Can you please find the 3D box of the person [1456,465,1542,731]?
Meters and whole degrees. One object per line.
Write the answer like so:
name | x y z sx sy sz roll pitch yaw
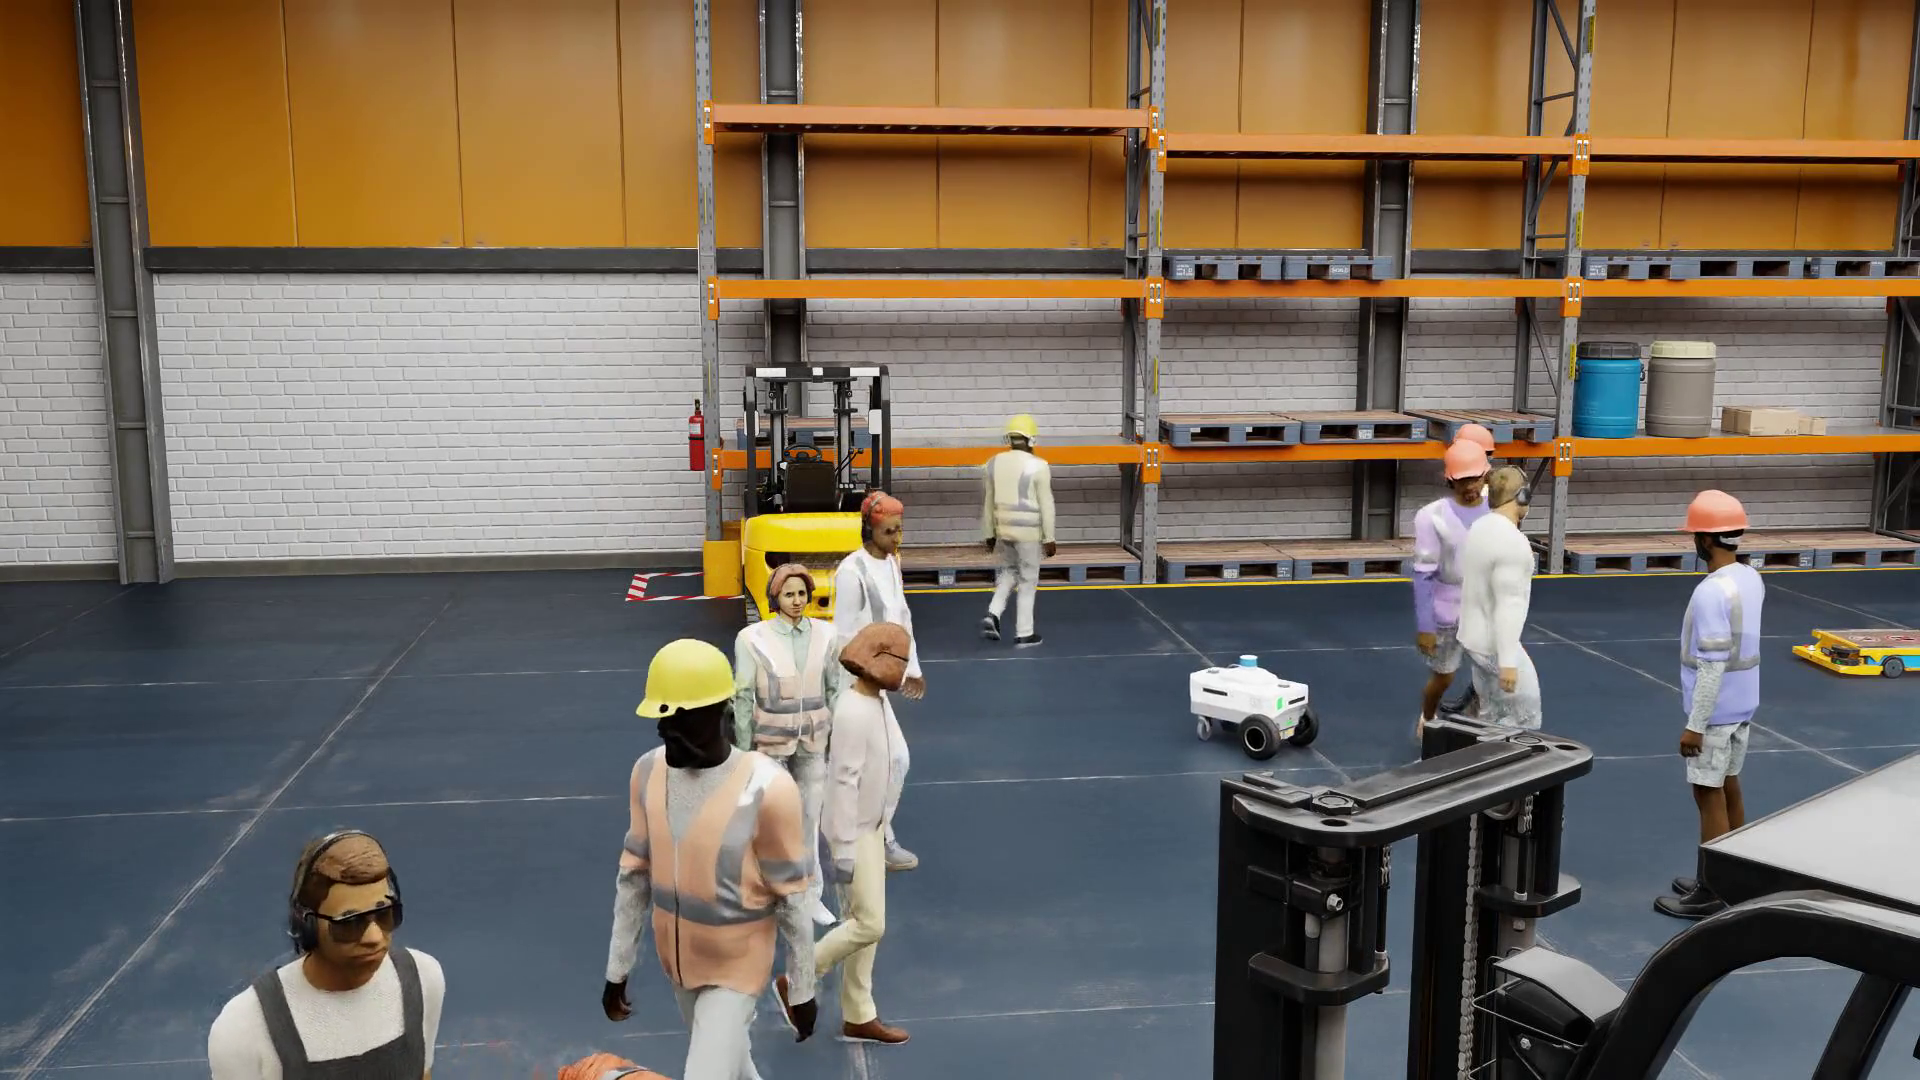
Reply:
person | 2.763 0.567 8.602 0.489 1.906 0.650 0 9 2

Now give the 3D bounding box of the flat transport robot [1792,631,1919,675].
flat transport robot | 6.966 0.810 12.169 1.431 0.197 0.652 0 9 -2

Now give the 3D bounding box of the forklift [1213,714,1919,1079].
forklift | 1.441 1.425 2.350 1.214 2.155 2.313 -7 12 -39

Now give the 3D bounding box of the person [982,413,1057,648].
person | 0.462 -0.061 12.812 0.602 1.819 0.455 8 12 42

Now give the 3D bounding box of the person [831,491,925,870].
person | -0.393 0.682 8.036 0.636 1.860 0.669 2 9 14

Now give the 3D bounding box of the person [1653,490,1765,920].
person | 3.348 0.742 7.426 0.376 1.933 0.546 8 12 42

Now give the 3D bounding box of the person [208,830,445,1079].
person | -1.311 1.445 3.497 0.495 1.799 0.988 -8 12 -41

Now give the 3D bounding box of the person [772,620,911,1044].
person | -0.414 1.094 6.192 0.423 1.613 0.558 2 9 11

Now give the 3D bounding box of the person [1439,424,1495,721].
person | 3.260 0.224 10.647 0.372 1.935 0.551 2 9 14

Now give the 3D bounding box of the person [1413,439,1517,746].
person | 2.837 0.398 9.448 0.622 1.989 1.046 -1 9 -6

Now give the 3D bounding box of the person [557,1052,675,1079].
person | -0.393 1.607 2.266 0.759 1.855 0.608 5 10 29

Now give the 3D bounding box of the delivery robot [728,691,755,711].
delivery robot | -1.029 0.967 10.017 0.707 0.478 0.477 -3 10 -19

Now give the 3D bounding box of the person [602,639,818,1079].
person | -0.777 1.212 4.668 0.600 1.871 0.985 7 11 37

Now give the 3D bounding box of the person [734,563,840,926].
person | -0.747 0.909 7.291 0.512 1.642 0.312 -5 10 -30

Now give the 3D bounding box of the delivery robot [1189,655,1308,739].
delivery robot | 1.752 0.947 10.143 0.707 0.478 0.477 9 13 44

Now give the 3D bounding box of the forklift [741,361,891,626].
forklift | -1.154 -0.340 13.365 1.214 2.155 2.313 -1 9 -7
